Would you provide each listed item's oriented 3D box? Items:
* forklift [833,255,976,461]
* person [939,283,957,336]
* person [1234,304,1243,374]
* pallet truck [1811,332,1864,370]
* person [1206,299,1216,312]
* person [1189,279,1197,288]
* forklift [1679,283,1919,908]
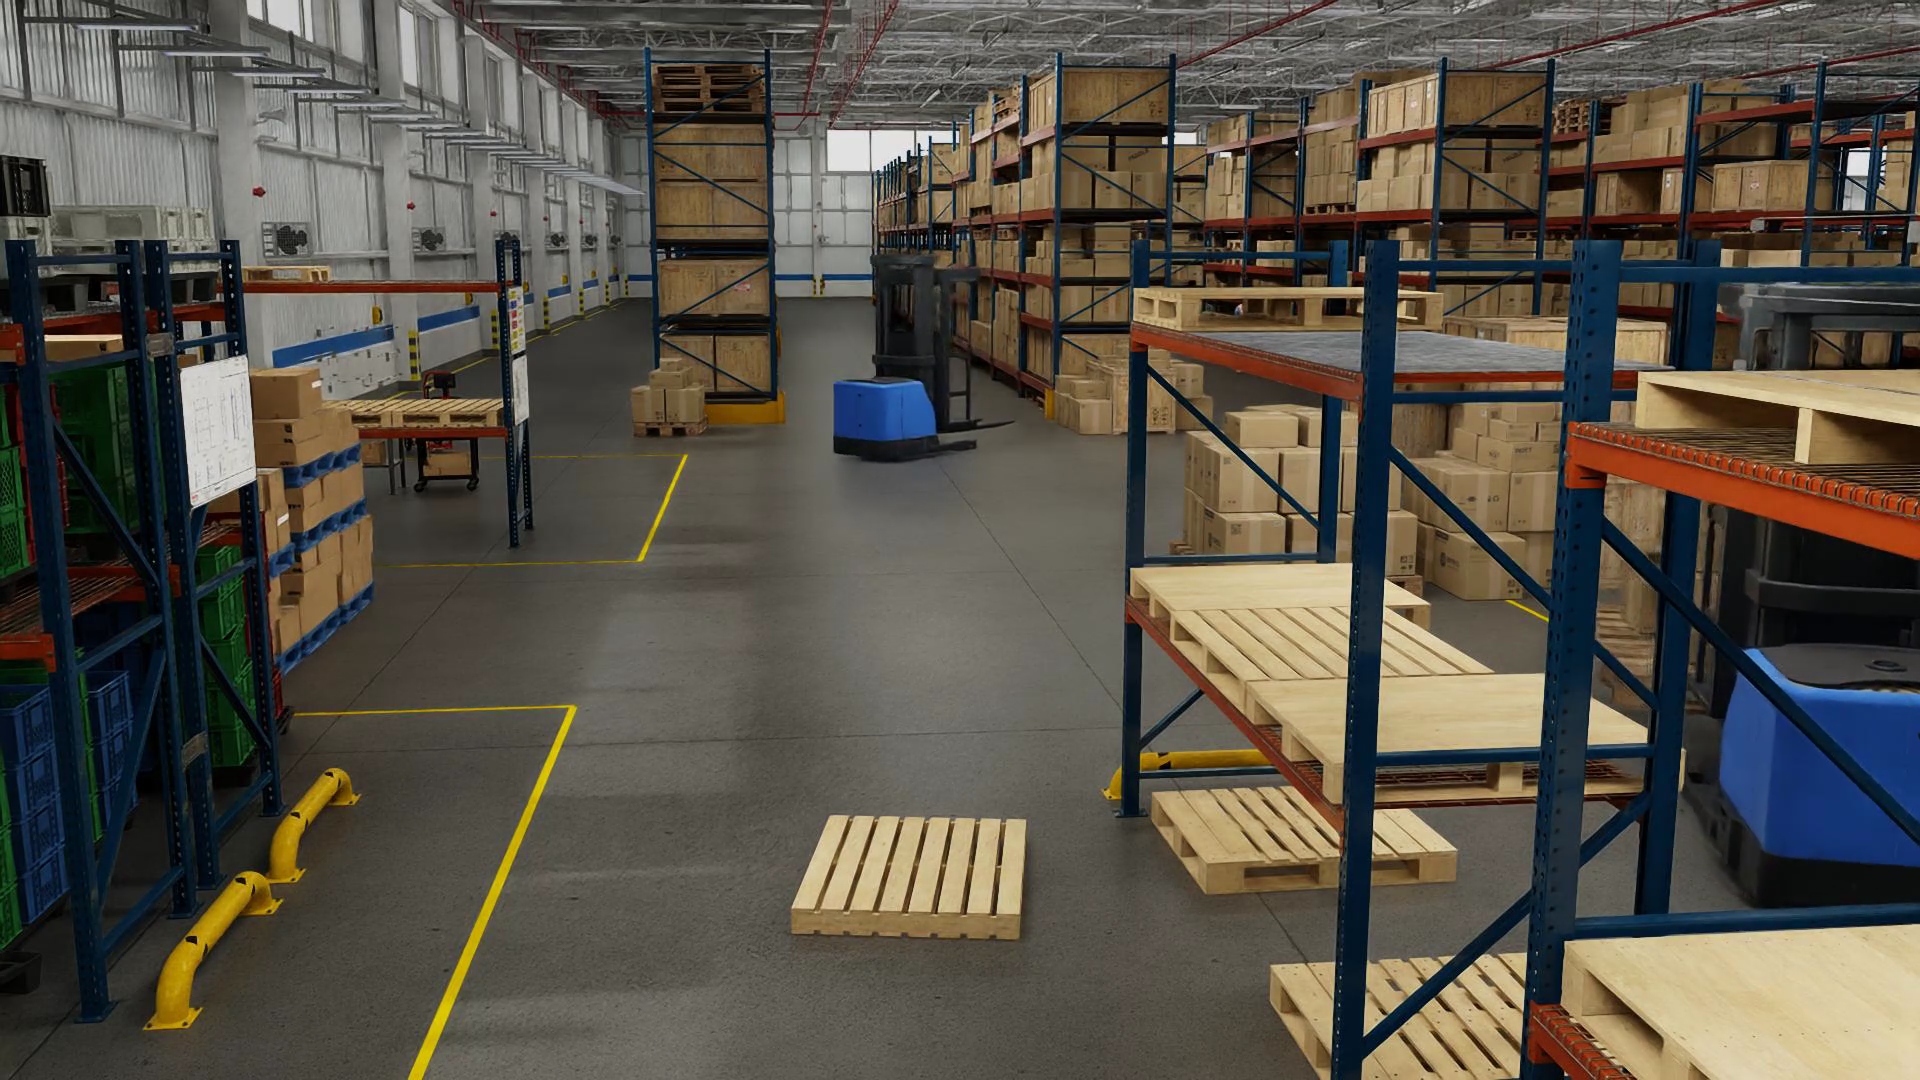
[{"bbox_3d":[-0.805,-2.601,23.348,1.129,2.768,1.873,9,14,40],"label":"forklift"},{"bbox_3d":[-0.273,-6.462,47.720,0.883,1.808,0.585,6,12,30],"label":"person"},{"bbox_3d":[6.526,-4.677,37.750,0.621,1.838,0.429,0,10,1],"label":"person"},{"bbox_3d":[15.846,-3.142,28.793,1.885,1.965,0.823,2,10,12],"label":"pallet truck"},{"bbox_3d":[6.842,-5.967,45.563,0.871,1.597,0.534,-2,10,-10],"label":"person"},{"bbox_3d":[6.715,-6.598,48.201,0.513,1.901,0.590,0,10,2],"label":"person"},{"bbox_3d":[4.290,0.178,7.949,1.129,2.768,1.873,2,10,13],"label":"forklift"}]
